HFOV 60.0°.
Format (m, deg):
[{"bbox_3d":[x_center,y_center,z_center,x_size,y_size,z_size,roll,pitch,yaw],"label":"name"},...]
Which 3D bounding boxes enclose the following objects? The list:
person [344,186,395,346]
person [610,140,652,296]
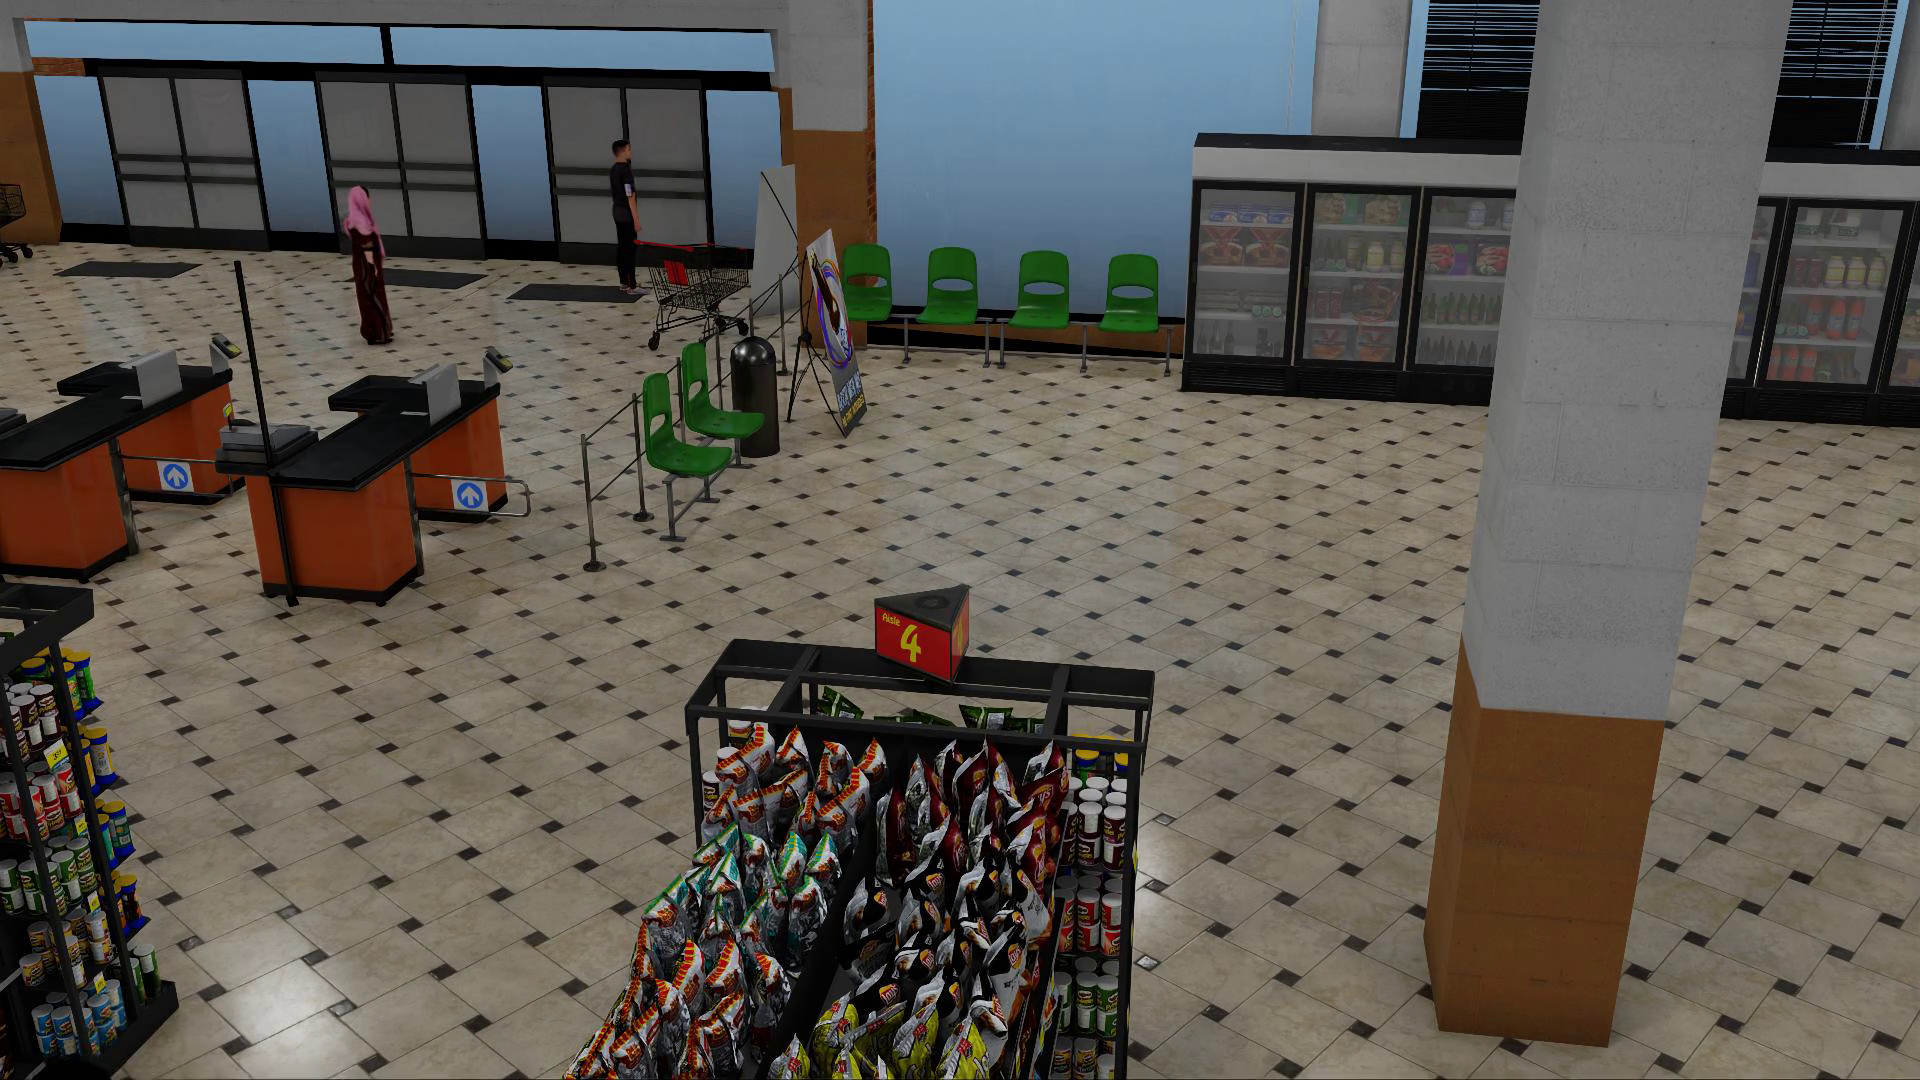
[{"bbox_3d":[-6.147,-2.848,17.236,0.827,1.635,0.717,-8,23,-19],"label":"person"},{"bbox_3d":[-3.874,-3.739,19.280,0.778,1.764,0.697,-12,25,-27],"label":"person"}]
